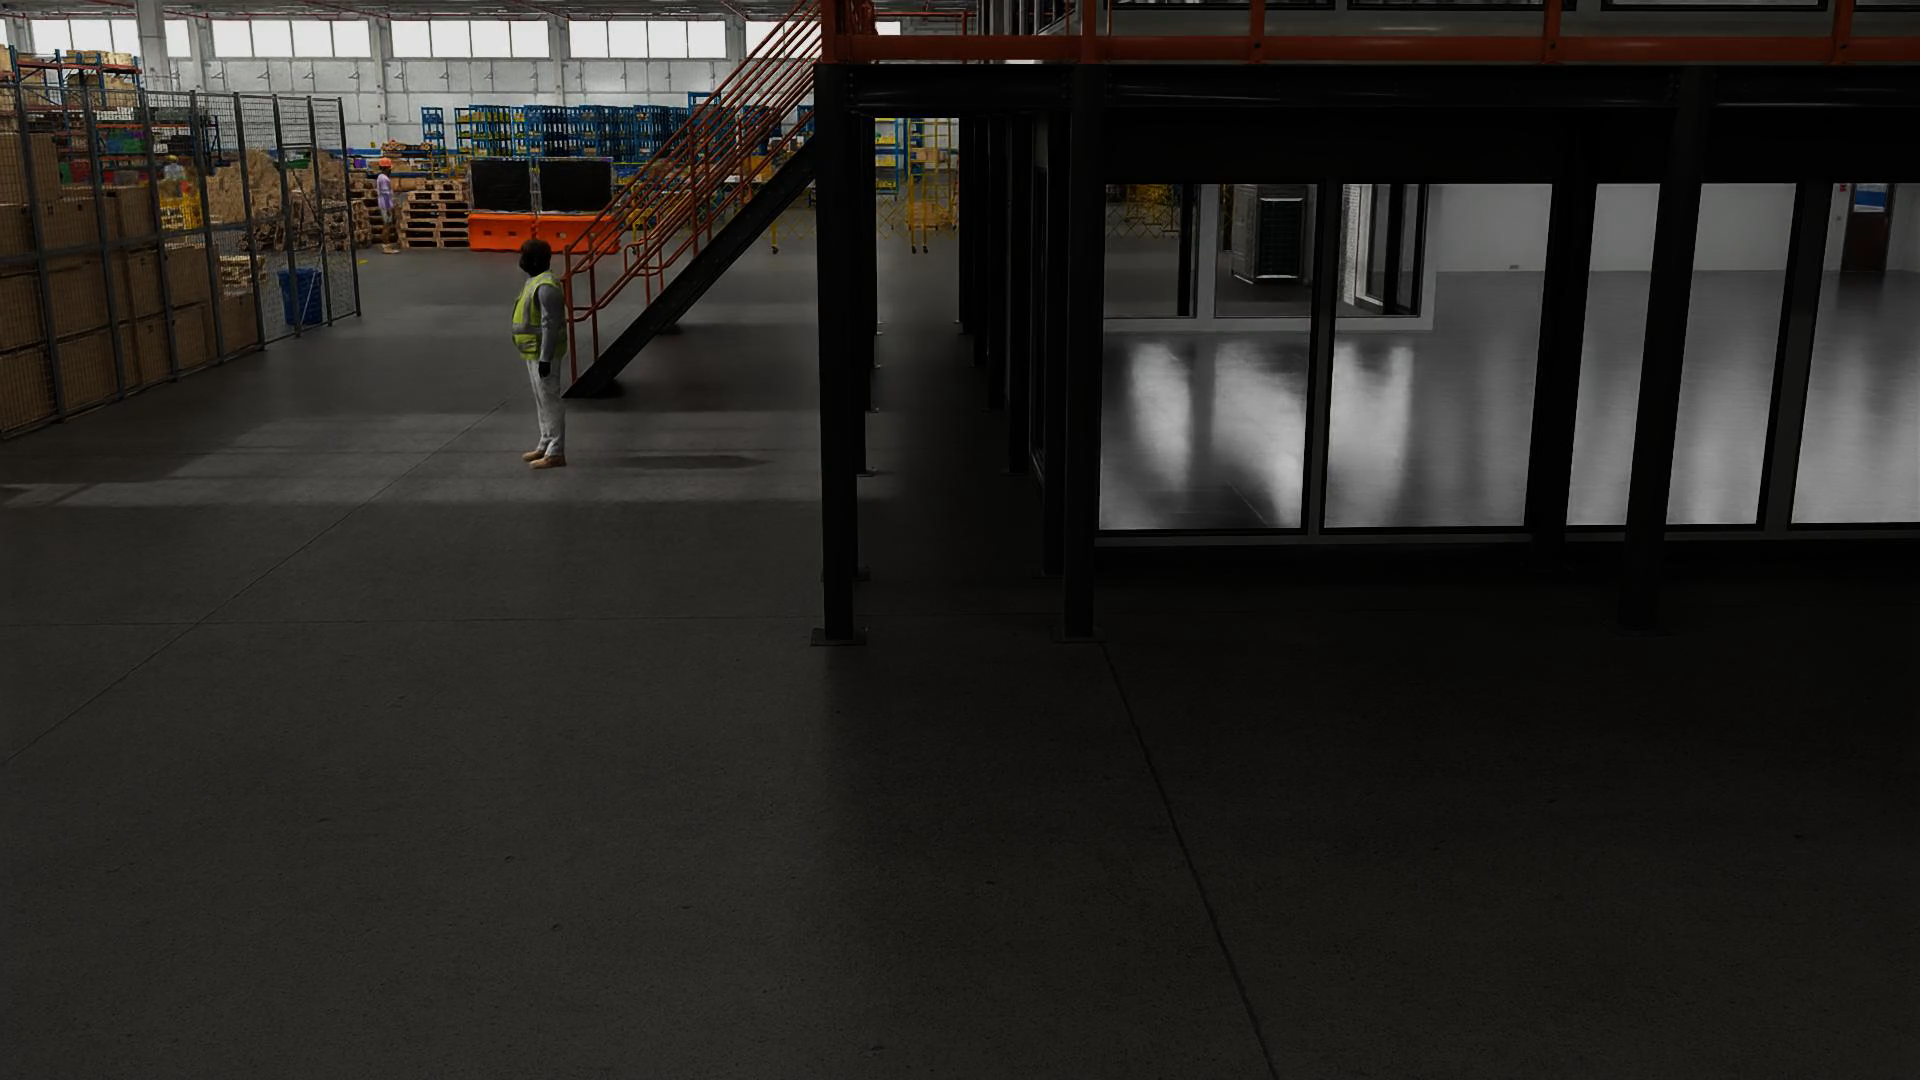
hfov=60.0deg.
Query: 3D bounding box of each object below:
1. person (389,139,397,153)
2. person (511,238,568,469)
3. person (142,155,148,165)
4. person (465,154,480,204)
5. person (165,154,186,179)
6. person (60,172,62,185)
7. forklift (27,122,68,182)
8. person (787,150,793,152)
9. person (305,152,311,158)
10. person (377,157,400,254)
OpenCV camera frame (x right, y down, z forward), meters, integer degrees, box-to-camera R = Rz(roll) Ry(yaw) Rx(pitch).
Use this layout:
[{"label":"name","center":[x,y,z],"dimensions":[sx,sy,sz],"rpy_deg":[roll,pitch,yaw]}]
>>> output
[{"label":"person","center":[-27.970,-18.769,82.145],"dimensions":[0.612,1.995,0.376],"rpy_deg":[13,19,41]},{"label":"person","center":[-3.394,-1.507,13.459],"dimensions":[0.429,1.847,0.627],"rpy_deg":[-6,15,-22]},{"label":"person","center":[-35.037,-16.191,71.957],"dimensions":[0.630,1.940,0.373],"rpy_deg":[-8,16,-28]},{"label":"person","center":[-16.691,-12.302,56.812],"dimensions":[0.528,1.743,0.787],"rpy_deg":[6,15,23]},{"label":"person","center":[-24.534,-11.151,52.058],"dimensions":[0.599,1.820,0.590],"rpy_deg":[-1,14,-6]},{"label":"person","center":[-17.718,-6.365,32.856],"dimensions":[0.325,1.861,0.500],"rpy_deg":[-11,18,-38]},{"label":"forklift","center":[-35.376,-14.773,64.377],"dimensions":[1.129,2.768,1.873],"rpy_deg":[-1,14,-2]},{"label":"person","center":[-7.526,-16.739,74.207],"dimensions":[0.410,1.911,0.640],"rpy_deg":[3,14,12]},{"label":"person","center":[-25.157,-14.181,64.411],"dimensions":[0.534,1.698,0.318],"rpy_deg":[4,14,14]},{"label":"person","center":[-12.238,-7.144,35.583],"dimensions":[0.393,2.041,0.613],"rpy_deg":[-6,15,-23]}]
